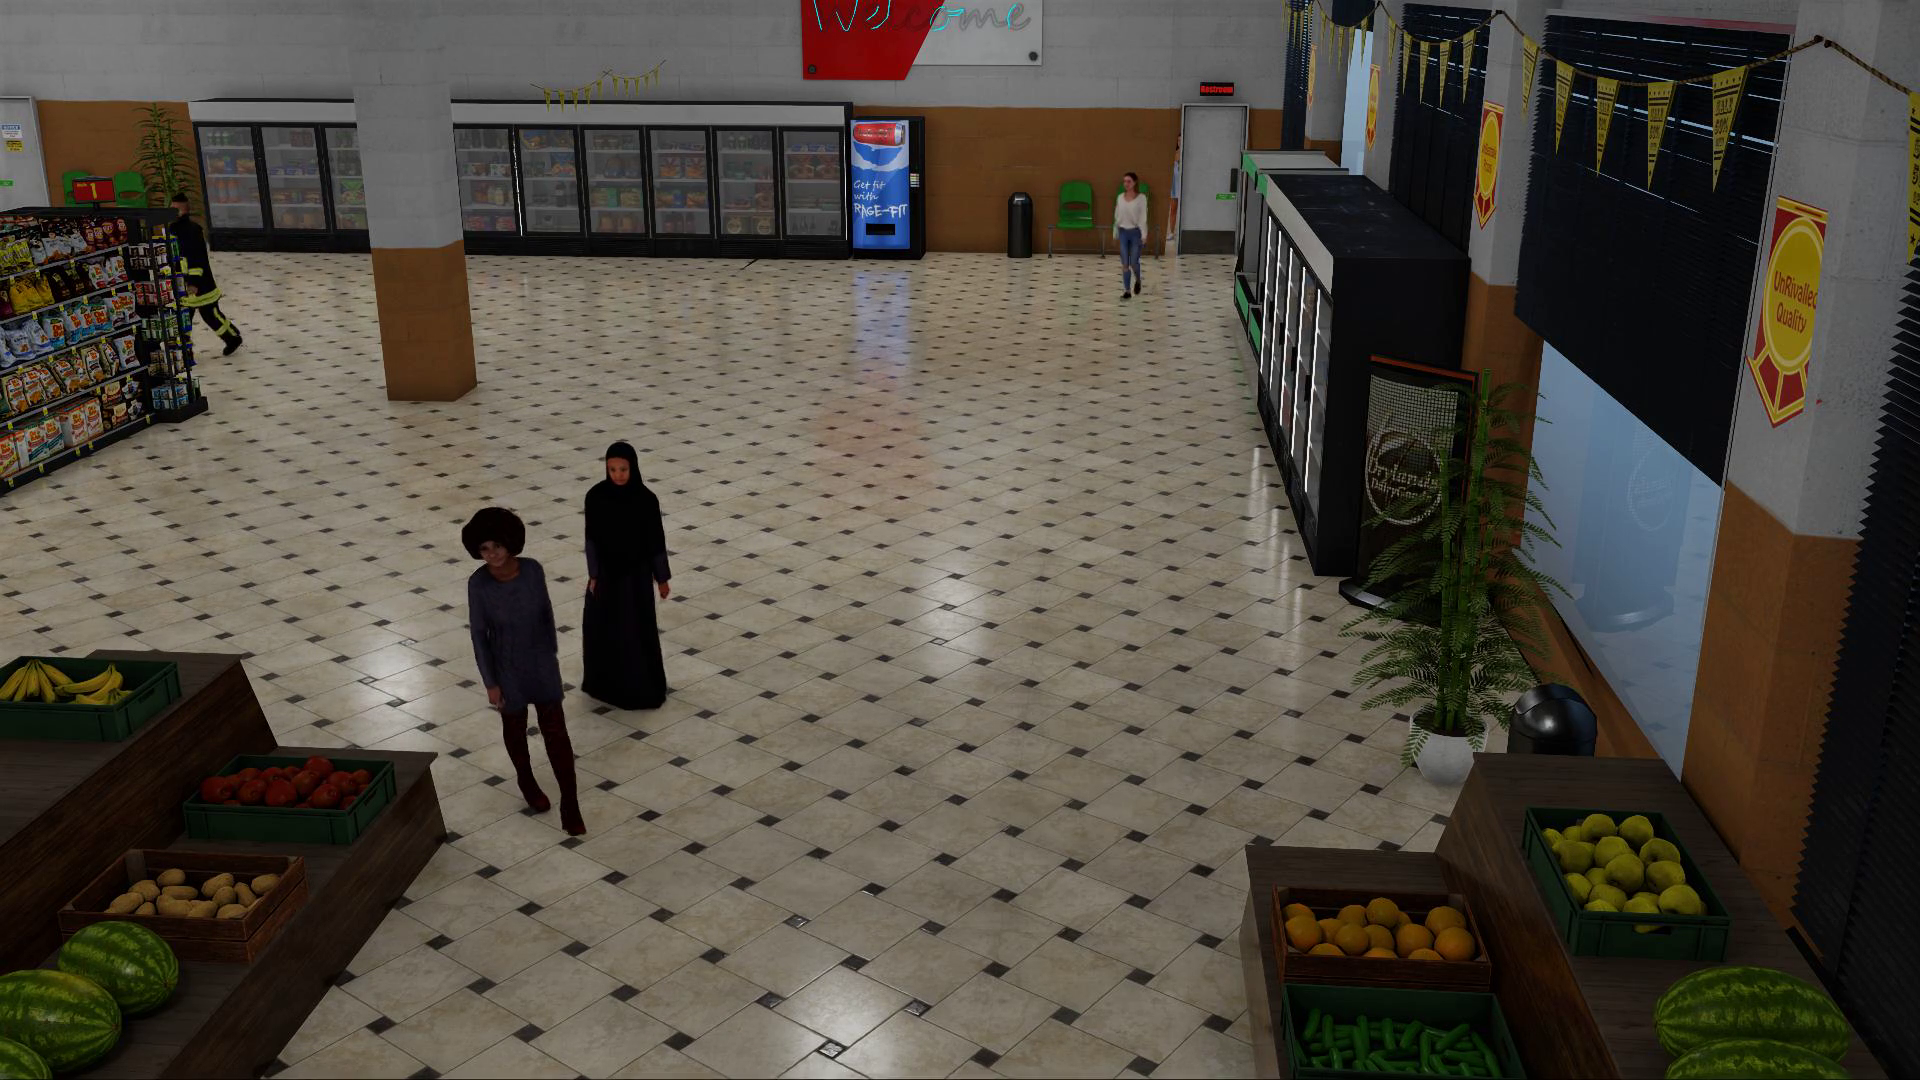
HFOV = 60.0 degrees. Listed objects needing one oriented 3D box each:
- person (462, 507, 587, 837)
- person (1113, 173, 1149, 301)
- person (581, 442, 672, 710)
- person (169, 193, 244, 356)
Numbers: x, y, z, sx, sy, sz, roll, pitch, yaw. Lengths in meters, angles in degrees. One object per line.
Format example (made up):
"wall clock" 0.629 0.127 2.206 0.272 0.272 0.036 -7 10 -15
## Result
"person" -2.232 0.625 8.303 0.926 1.684 1.031 -13 22 -33
"person" 2.301 -4.034 22.119 0.759 1.684 0.789 10 21 28
"person" -1.958 0.187 9.718 0.763 1.609 0.757 0 19 1
"person" -8.509 -2.933 18.621 1.088 1.833 1.258 12 22 32
